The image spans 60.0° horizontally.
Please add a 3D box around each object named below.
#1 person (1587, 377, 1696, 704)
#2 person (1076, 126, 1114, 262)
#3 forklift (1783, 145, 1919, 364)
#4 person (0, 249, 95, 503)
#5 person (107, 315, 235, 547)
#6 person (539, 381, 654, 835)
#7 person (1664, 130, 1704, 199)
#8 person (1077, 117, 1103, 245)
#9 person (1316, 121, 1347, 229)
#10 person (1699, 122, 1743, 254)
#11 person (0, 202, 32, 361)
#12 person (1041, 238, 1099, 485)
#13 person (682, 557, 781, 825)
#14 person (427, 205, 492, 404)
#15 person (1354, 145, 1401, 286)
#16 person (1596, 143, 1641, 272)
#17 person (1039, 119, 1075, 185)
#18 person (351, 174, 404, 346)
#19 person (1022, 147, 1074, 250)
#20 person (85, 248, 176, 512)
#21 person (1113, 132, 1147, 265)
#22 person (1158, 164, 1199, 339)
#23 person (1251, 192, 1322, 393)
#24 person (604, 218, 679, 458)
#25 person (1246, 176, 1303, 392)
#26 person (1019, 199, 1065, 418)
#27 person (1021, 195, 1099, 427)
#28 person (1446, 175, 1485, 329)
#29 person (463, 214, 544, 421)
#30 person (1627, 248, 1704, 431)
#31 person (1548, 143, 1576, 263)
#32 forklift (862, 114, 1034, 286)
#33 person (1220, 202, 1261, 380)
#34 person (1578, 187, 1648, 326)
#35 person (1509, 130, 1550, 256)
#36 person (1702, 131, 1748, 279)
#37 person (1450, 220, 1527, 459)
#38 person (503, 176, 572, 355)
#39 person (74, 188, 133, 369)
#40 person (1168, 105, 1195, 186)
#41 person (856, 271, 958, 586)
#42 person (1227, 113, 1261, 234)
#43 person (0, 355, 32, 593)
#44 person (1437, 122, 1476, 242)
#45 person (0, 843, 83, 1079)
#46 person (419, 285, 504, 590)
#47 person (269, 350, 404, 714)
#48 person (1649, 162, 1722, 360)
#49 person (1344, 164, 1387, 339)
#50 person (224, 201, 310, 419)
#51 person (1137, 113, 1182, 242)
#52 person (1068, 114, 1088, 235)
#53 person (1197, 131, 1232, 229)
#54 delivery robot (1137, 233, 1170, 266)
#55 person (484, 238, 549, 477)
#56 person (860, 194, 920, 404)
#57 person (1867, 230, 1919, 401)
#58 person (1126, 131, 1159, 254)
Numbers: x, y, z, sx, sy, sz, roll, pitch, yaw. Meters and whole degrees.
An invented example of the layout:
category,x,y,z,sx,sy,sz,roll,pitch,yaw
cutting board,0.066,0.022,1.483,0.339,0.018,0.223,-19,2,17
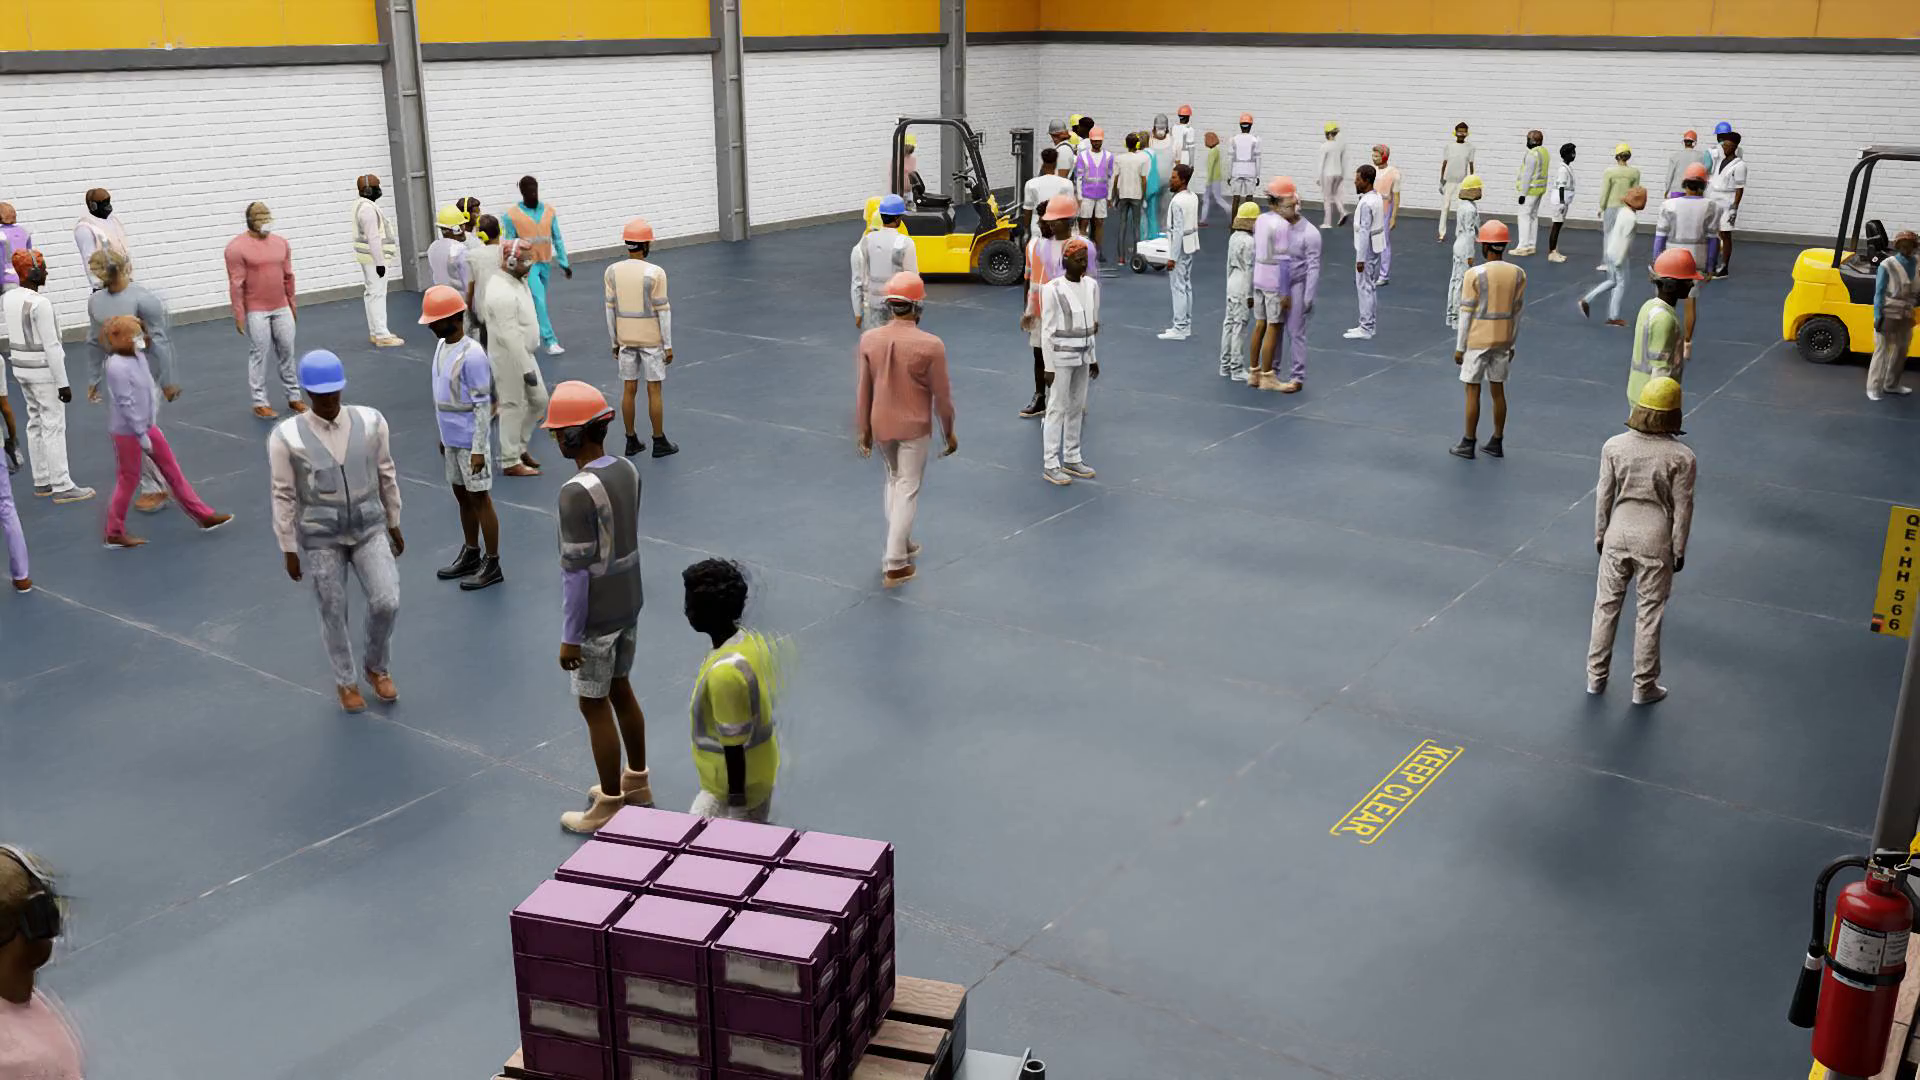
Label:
category,x,y,z,sx,sy,sz,roll,pitch,yaw
person,3.578,0.001,8.734,0.489,1.744,0.295,14,23,38
person,1.948,-4.975,23.982,0.546,1.939,0.375,-3,18,-9
forklift,9.803,-2.879,17.013,2.313,2.155,1.214,12,21,33
person,-6.792,-1.207,12.302,0.581,1.879,0.344,12,21,34
person,-5.482,-0.736,11.290,0.720,1.591,0.519,-1,18,-2
person,-1.605,0.303,7.335,0.409,2.029,0.612,4,18,11
person,11.222,-5.454,25.784,0.567,1.746,0.340,4,18,13
person,1.926,-5.511,25.612,0.613,1.965,0.361,-17,24,-42
person,6.180,-6.049,27.638,0.539,1.753,0.467,-10,20,-28
person,11.327,-5.252,24.855,0.604,1.939,0.416,-2,18,-6
person,-9.829,-2.691,17.321,0.305,1.640,0.522,4,18,13
person,0.853,-1.379,12.822,0.339,1.882,0.584,17,24,42
person,-0.876,0.874,6.098,0.472,1.675,0.559,-1,18,-2
person,-4.603,-2.155,15.327,0.590,1.837,0.404,14,22,37
person,5.558,-4.290,22.001,0.383,1.837,0.570,-12,21,-32
person,9.160,-4.629,23.179,0.529,1.767,0.331,0,18,1
person,1.399,-5.086,24.165,0.535,2.000,0.673,3,18,8
person,-6.345,-3.038,18.080,0.429,1.845,0.621,-9,20,-27
person,1.058,-3.742,20.091,0.643,1.961,0.367,2,18,6
person,-6.052,-1.132,12.009,0.646,1.922,0.605,7,19,20
person,2.432,-4.866,23.761,0.515,1.868,0.333,7,19,21
person,2.447,-3.188,18.421,0.380,1.921,0.596,7,19,22
person,3.097,-2.364,15.869,0.403,1.905,0.651,-15,23,-39
person,-2.587,-1.639,13.550,0.552,1.935,0.374,5,19,16
person,3.021,-2.439,15.899,0.424,2.034,0.621,-5,18,-14
person,0.802,-2.024,14.707,0.613,1.963,0.361,13,22,36
person,0.840,-1.986,14.512,0.873,2.008,0.622,-16,23,-40
person,5.797,-3.292,19.032,0.290,1.746,0.486,1,18,2
person,-4.058,-1.927,14.594,0.650,1.848,0.351,-2,18,-8
person,4.690,-0.939,11.189,0.374,2.043,0.612,4,18,12
person,8.725,-4.884,24.090,0.318,1.696,0.535,7,19,22
forklift,-0.171,-4.594,22.377,2.313,2.155,1.214,1,18,3
person,2.795,-2.456,16.420,0.321,1.743,0.488,-4,18,-14
person,7.551,-3.270,19.183,0.552,1.603,0.510,1,18,3
person,8.496,-5.164,24.754,0.429,1.830,0.642,14,22,37
person,10.377,-4.553,22.615,0.361,1.965,0.613,-3,18,-8
person,4.275,-1.621,13.517,0.540,1.929,0.393,-5,18,-16
person,-4.528,-2.944,17.750,0.994,1.872,0.609,16,24,41
person,-8.614,-2.643,16.866,0.429,1.837,0.629,2,18,6
person,3.899,-6.646,29.212,0.549,1.936,0.376,17,24,42
person,-0.305,-0.732,10.646,0.609,1.968,0.811,11,21,30
person,4.611,-5.936,27.003,0.543,1.931,0.371,5,18,16
person,-6.089,-0.550,10.275,0.515,1.861,0.323,-11,21,-32
person,7.782,-5.603,26.083,0.519,1.860,0.322,5,18,15
person,-2.014,1.584,3.533,0.427,1.898,0.680,-10,20,-28
person,-3.140,-0.640,10.442,0.372,1.928,0.543,-15,23,-40
person,-3.158,-0.024,8.509,0.651,1.927,0.484,-12,21,-32
person,7.510,-2.875,17.285,0.633,2.034,0.394,6,19,17
person,4.521,-3.193,18.460,0.390,1.912,0.591,7,19,22
person,-6.179,-2.046,14.838,0.384,1.932,0.636,12,21,33
person,3.016,-5.437,25.263,0.684,2.000,0.538,1,18,3
person,1.903,-5.901,26.909,0.383,1.918,0.594,8,19,22
person,4.308,-5.997,27.733,0.799,1.597,0.497,4,18,12
delivery robot,2.793,-3.997,23.010,0.477,0.478,0.707,-17,24,-41
person,-3.426,-1.394,12.883,0.477,1.881,0.674,0,18,0
person,-0.625,-2.168,15.186,0.614,1.947,0.388,11,21,31
person,8.711,-2.088,15.480,0.595,1.610,0.407,-4,18,-13
person,2.718,-5.149,24.720,0.630,1.809,0.569,15,23,39
